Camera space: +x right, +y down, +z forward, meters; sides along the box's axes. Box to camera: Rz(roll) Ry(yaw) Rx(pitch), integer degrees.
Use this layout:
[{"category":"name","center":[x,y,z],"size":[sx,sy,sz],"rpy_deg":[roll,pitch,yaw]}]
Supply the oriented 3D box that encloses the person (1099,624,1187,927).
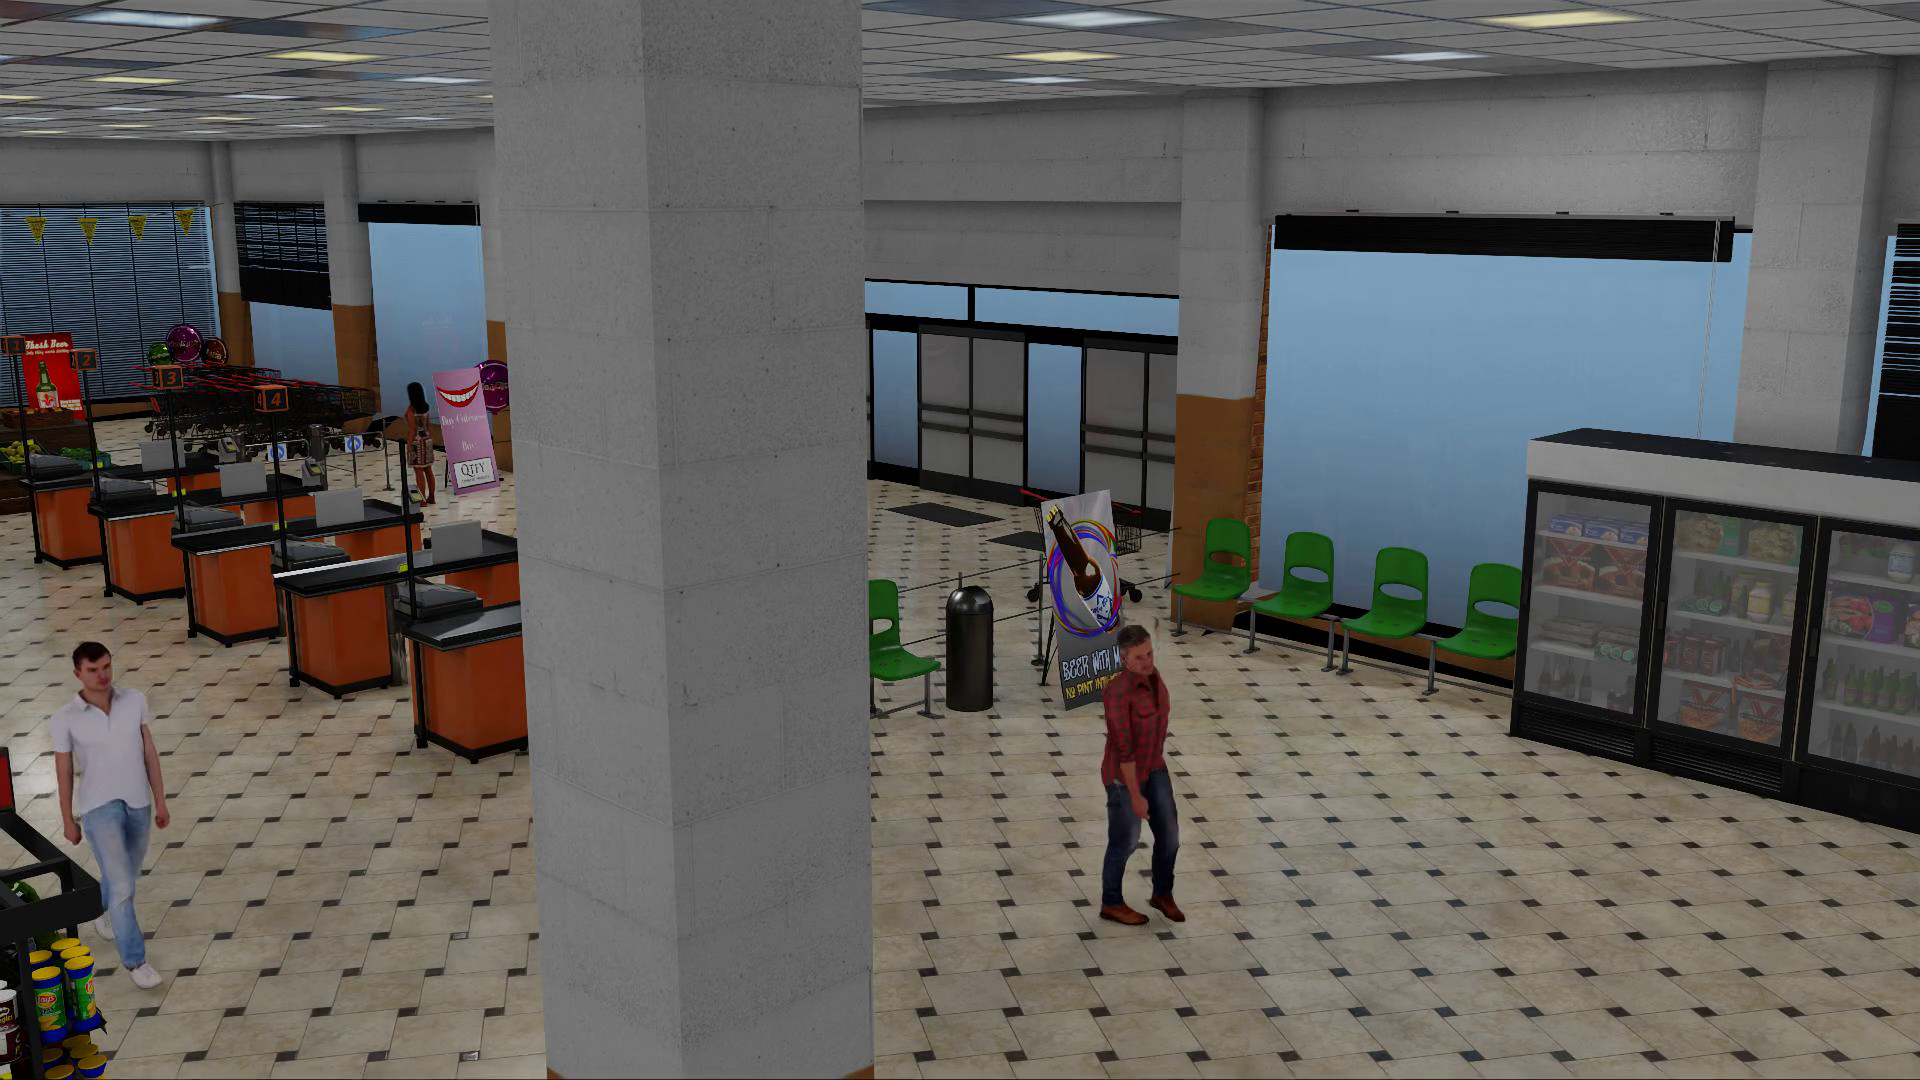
[{"category":"person","center":[0.957,1.309,9.353],"size":[0.788,1.805,0.637],"rpy_deg":[7,14,30]}]

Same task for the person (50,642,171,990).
[{"category":"person","center":[-4.517,1.420,8.818],"size":[0.830,1.809,1.187],"rpy_deg":[8,15,35]}]

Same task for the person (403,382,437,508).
[{"category":"person","center":[-7.148,-1.271,21.995],"size":[0.784,1.645,0.639],"rpy_deg":[4,12,17]}]
